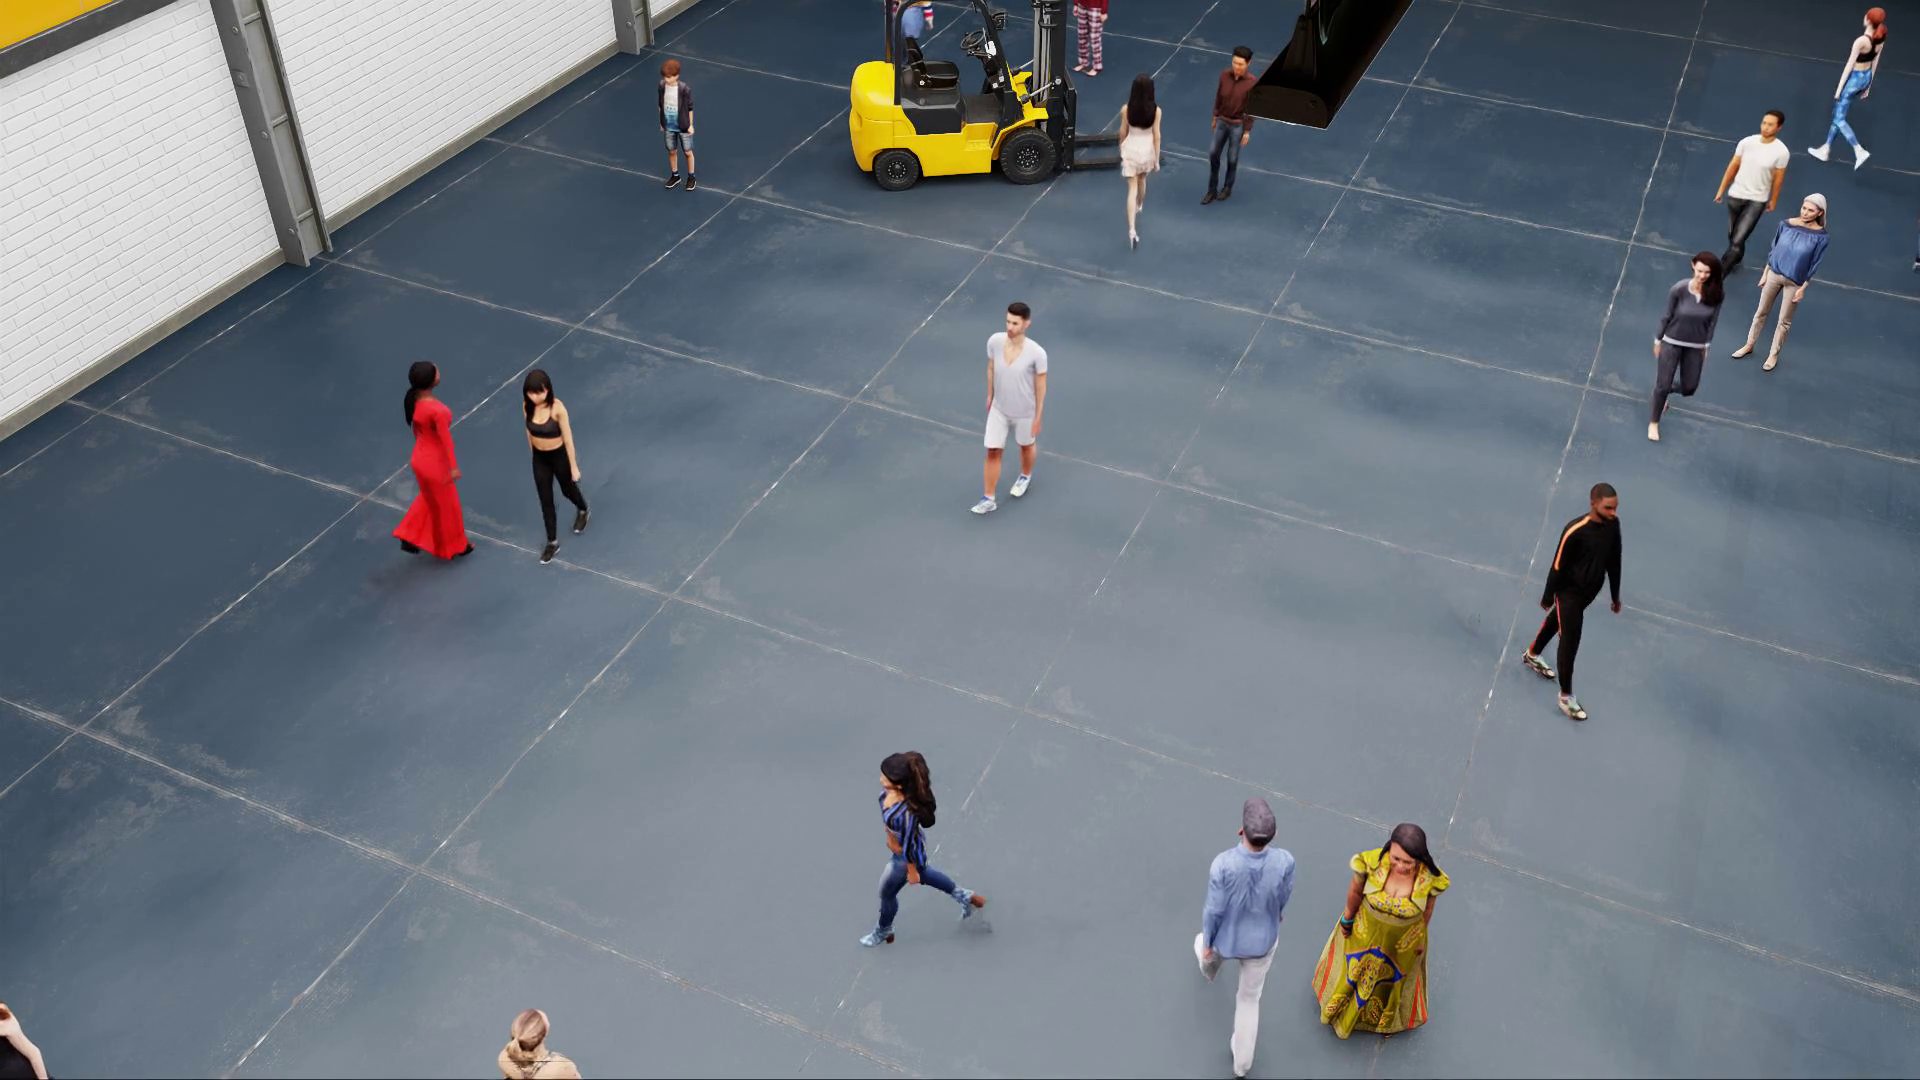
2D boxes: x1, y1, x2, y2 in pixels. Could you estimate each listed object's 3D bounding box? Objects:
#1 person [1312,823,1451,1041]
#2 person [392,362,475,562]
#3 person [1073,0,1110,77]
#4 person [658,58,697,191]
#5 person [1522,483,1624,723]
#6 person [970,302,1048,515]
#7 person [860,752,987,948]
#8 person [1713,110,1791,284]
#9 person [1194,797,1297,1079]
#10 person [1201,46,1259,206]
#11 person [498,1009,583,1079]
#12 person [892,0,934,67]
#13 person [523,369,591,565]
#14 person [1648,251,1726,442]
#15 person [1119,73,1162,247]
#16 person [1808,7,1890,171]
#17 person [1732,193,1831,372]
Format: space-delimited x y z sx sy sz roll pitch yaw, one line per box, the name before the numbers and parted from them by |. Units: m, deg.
person | 2.396 2.178 9.352 0.908 1.660 0.843 9 39 11
person | -4.080 -0.535 12.661 0.942 1.770 0.799 -31 48 -33
person | 1.600 -6.490 20.165 0.669 1.700 0.599 28 46 31
person | -3.031 -4.476 17.844 0.567 1.450 0.567 9 40 12
person | 4.235 0.292 11.607 1.052 1.782 1.055 -20 43 -23
person | 0.491 -1.128 13.344 0.709 1.833 0.982 17 42 20
person | -0.240 1.829 9.831 1.029 1.596 1.056 -5 39 -6
person | 7.722 -3.359 16.205 1.213 1.760 0.929 -31 48 -33
person | 1.568 2.227 9.138 1.002 1.840 1.251 -1 39 -1
person | 2.911 -4.387 17.490 0.722 1.752 0.767 24 44 27
person | -2.076 2.998 8.322 0.695 1.654 1.146 11 40 14
person | -0.633 -6.060 19.580 0.797 1.758 1.178 24 44 27
person | -3.123 -0.662 12.931 0.691 1.621 0.976 8 39 10
person | 6.120 -1.704 14.126 0.747 1.758 0.868 5 39 6
person | 1.774 -3.798 16.810 0.796 1.680 1.146 7 39 8
person | 9.776 -4.860 18.085 1.025 1.760 1.052 -14 41 -17
person | 7.450 -2.345 14.985 0.677 1.697 0.684 -32 48 -33
